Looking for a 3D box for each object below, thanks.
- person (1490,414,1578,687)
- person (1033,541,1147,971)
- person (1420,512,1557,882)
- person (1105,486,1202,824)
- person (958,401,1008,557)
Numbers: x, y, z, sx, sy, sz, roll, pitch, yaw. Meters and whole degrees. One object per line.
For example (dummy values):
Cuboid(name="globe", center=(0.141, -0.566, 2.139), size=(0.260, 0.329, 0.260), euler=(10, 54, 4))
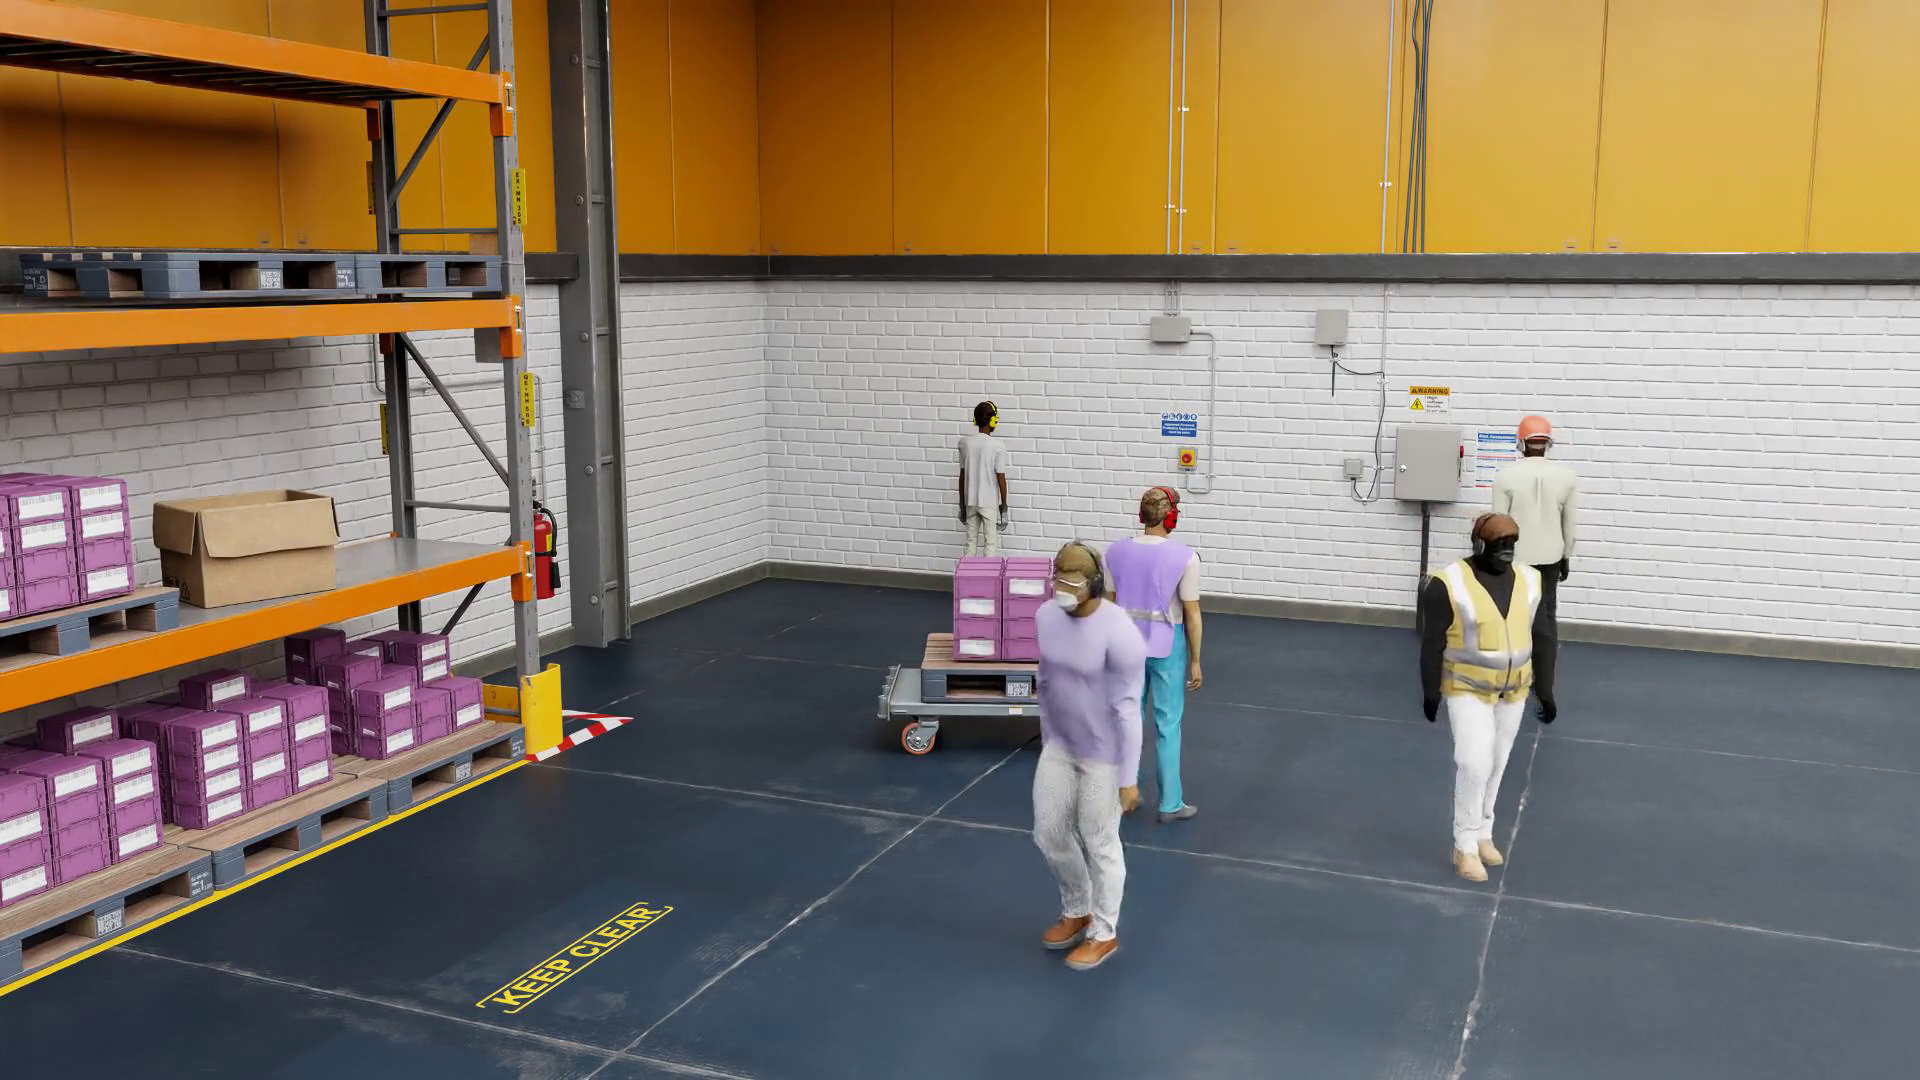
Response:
Cuboid(name="person", center=(4.044, 0.105, 11.792), size=(0.627, 1.992, 0.399), euler=(0, 9, 2))
Cuboid(name="person", center=(0.537, 0.926, 7.091), size=(0.477, 1.905, 0.643), euler=(-8, 12, -41))
Cuboid(name="person", center=(2.660, 0.773, 8.260), size=(0.646, 1.822, 0.634), euler=(-2, 10, -14))
Cuboid(name="person", center=(1.044, 0.628, 9.069), size=(0.572, 1.843, 0.373), euler=(6, 11, 33))
Cuboid(name="person", center=(0.201, -0.287, 14.589), size=(0.504, 1.861, 0.329), euler=(5, 11, 30))
